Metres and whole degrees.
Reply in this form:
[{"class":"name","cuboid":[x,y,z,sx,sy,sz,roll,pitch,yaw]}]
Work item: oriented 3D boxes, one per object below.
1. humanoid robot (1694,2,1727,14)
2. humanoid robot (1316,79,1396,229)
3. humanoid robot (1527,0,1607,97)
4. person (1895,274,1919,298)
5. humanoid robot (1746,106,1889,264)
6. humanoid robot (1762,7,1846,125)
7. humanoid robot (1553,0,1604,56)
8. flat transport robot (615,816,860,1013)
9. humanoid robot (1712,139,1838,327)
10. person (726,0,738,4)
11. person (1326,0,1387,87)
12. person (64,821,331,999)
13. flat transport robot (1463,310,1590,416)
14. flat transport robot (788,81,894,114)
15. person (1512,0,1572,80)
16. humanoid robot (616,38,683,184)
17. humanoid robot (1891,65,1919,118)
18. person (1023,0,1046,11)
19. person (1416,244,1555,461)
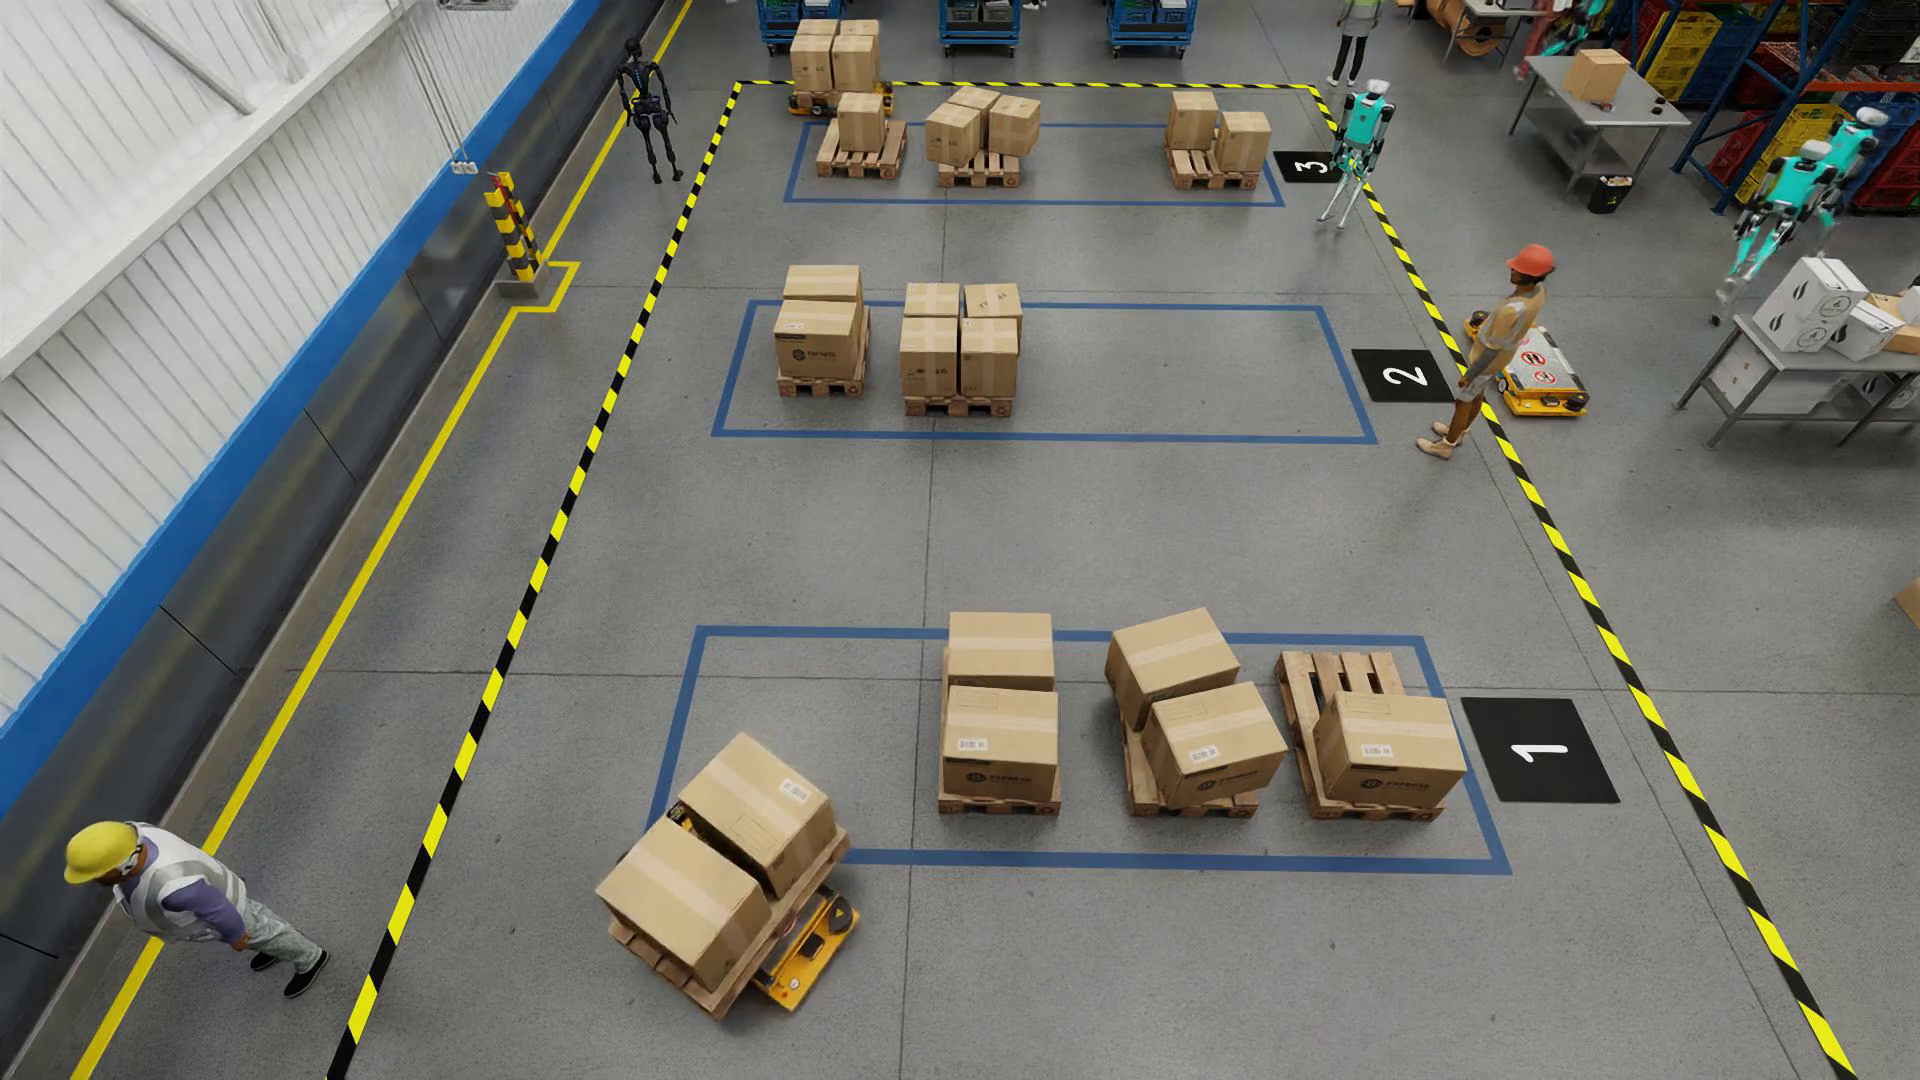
[{"class":"humanoid robot","cuboid":[10.987,-7.825,13.410,0.786,1.629,0.587,10,50,9]},{"class":"humanoid robot","cuboid":[4.487,-4.353,10.239,0.533,1.680,0.735,34,57,26]},{"class":"humanoid robot","cuboid":[8.400,-7.106,12.730,0.531,1.814,0.739,-30,55,-23]},{"class":"person","cuboid":[10.360,-3.167,9.243,0.331,1.836,0.504,-24,53,-20]},{"class":"humanoid robot","cuboid":[9.397,-3.704,9.807,0.890,1.810,0.540,-2,49,-2]},{"class":"humanoid robot","cuboid":[10.887,-5.967,11.776,0.623,1.630,0.613,-6,49,-5]},{"class":"humanoid robot","cuboid":[8.992,-7.594,13.173,0.342,1.659,0.601,-4,49,-3]},{"class":"flat transport robot","cuboid":[-1.388,2.172,5.635,1.431,0.197,0.652,26,54,21]},{"class":"humanoid robot","cuboid":[8.006,-3.006,9.187,0.584,1.775,0.961,30,55,23]},{"class":"person","cuboid":[-4.093,-9.847,15.040,0.514,1.829,0.965,-32,56,-25]},{"class":"person","cuboid":[5.608,-7.353,12.854,0.587,1.848,0.394,3,49,3]},{"class":"person","cuboid":[-3.976,1.937,4.820,0.589,1.836,0.404,24,53,20]},{"class":"flat transport robot","cuboid":[5.573,-1.757,9.054,0.659,0.231,1.431,1,49,1]},{"class":"flat transport robot","cuboid":[-1.670,-6.251,12.925,1.431,0.197,0.652,1,49,1]},{"class":"person","cuboid":[8.375,-7.530,12.986,0.653,1.895,0.441,-28,55,-22]},{"class":"humanoid robot","cuboid":[-3.763,-5.167,11.066,0.599,1.655,0.315,-8,50,-7]},{"class":"humanoid robot","cuboid":[12.224,-5.724,11.571,0.818,1.868,0.549,3,49,3]},{"class":"person","cuboid":[1.274,-9.618,14.797,0.329,1.876,0.509,34,57,26]},{"class":"person","cuboid":[4.404,-1.540,7.695,0.614,2.039,0.386,-35,58,-26]}]
